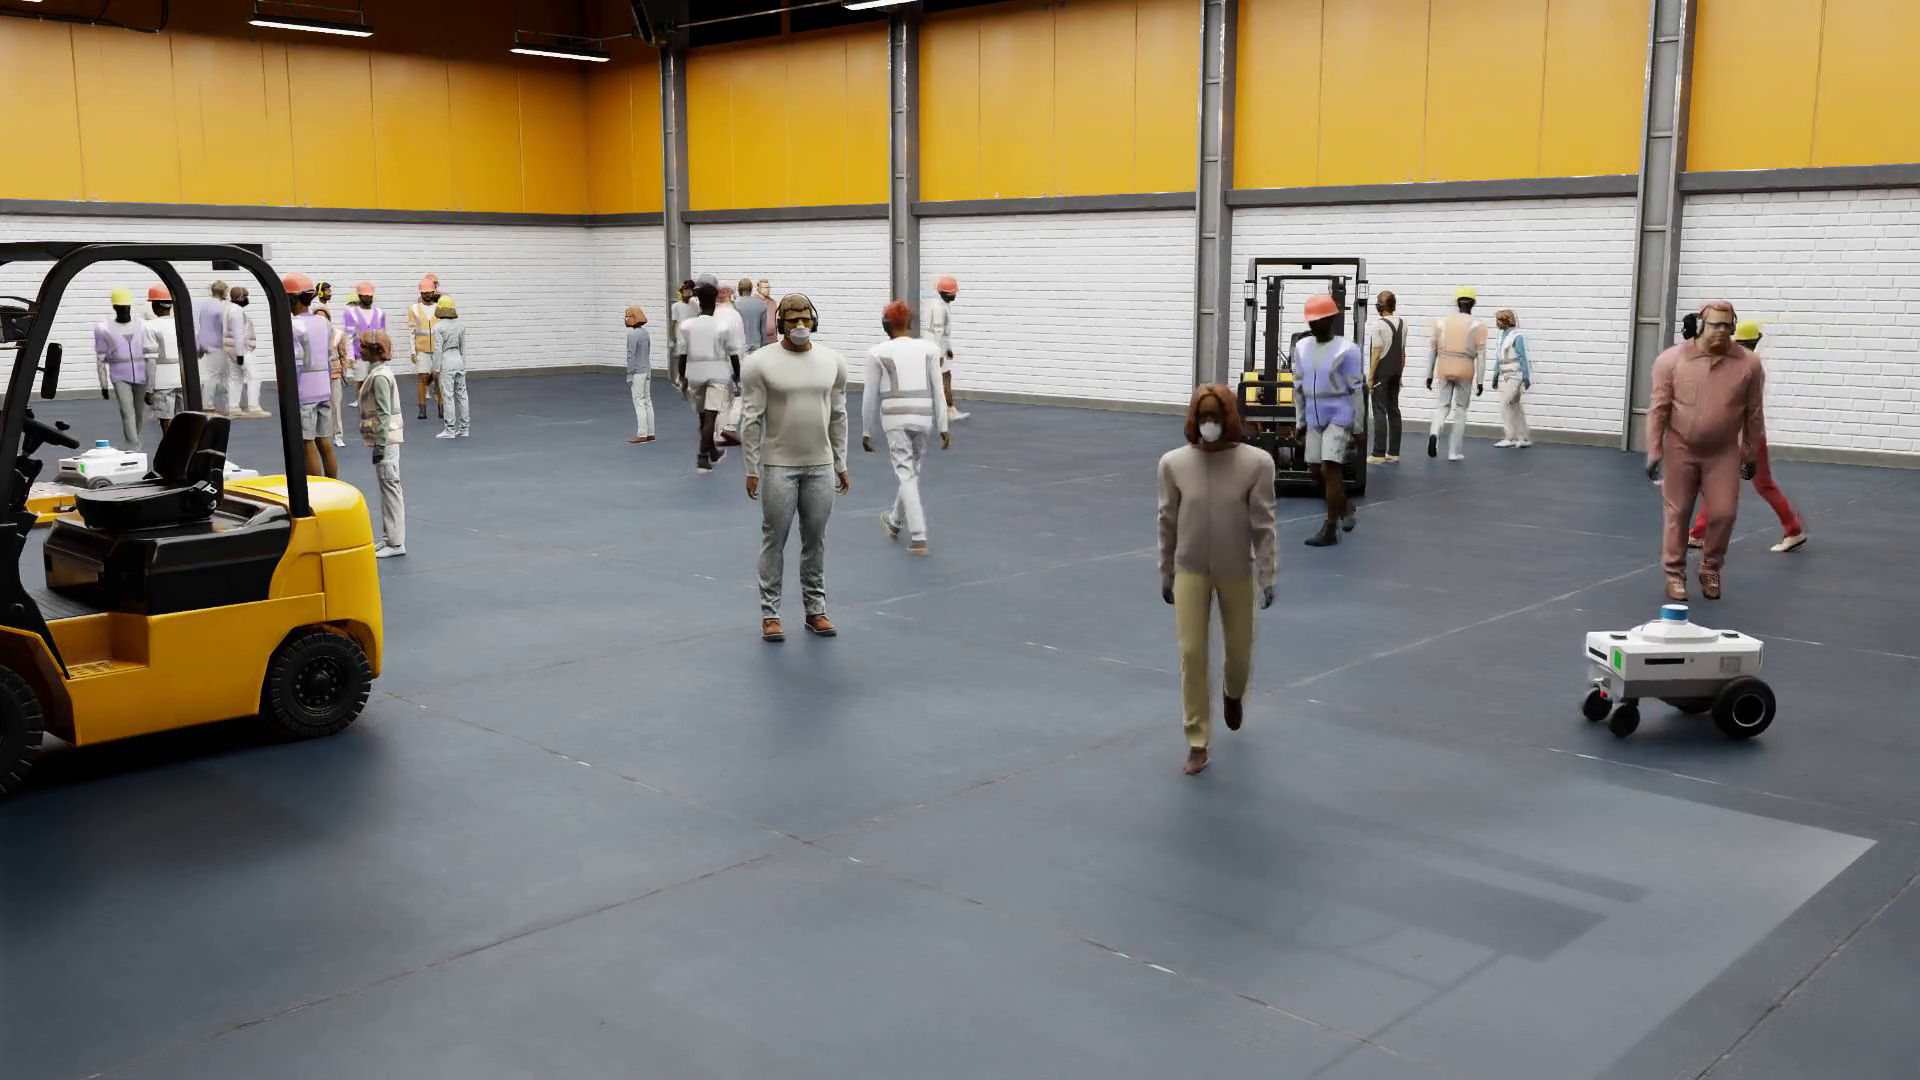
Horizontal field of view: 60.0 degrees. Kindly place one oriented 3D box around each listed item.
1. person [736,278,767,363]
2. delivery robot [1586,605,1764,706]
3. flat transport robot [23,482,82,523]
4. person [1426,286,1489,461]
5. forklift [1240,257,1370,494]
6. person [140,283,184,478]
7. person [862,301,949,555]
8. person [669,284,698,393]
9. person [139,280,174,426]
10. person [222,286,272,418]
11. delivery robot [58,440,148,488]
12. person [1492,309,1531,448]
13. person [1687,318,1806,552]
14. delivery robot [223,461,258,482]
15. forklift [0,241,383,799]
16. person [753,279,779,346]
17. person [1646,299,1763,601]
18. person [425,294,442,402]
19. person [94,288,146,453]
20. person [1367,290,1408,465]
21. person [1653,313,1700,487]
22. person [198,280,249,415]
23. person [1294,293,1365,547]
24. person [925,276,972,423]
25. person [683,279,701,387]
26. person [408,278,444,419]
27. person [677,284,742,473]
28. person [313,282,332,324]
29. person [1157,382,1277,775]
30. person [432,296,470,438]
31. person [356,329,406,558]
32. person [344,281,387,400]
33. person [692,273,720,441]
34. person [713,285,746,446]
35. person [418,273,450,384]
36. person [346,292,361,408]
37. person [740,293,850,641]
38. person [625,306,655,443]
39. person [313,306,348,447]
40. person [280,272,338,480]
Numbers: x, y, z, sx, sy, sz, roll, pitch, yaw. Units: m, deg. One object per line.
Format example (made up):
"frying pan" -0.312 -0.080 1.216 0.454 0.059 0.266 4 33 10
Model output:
"person" -3.099 -2.823 24.146 0.651 1.937 0.372 -7 12 -38
"delivery robot" 3.208 0.535 7.490 0.707 0.478 0.477 -1 9 -4
"flat transport robot" -7.738 -0.322 13.901 1.431 0.197 0.652 8 12 41
"person" 5.301 -1.769 17.823 0.643 1.889 0.659 6 11 33
"forklift" 3.309 -1.629 16.029 1.214 2.155 2.313 2 9 11
"person" -7.650 -1.508 16.074 0.379 1.938 0.547 5 11 29
"person" -0.444 -0.841 12.315 0.600 1.825 1.002 -4 10 -25
"person" -4.683 -3.400 28.029 0.669 1.834 0.540 9 13 42
"person" -10.527 -2.479 21.977 0.686 1.952 0.533 -4 10 -23
"person" -9.880 -2.592 23.066 0.677 1.820 0.649 -6 11 -31
"delivery robot" -7.560 -0.640 14.696 0.477 0.478 0.707 4 10 24
"person" 6.349 -1.848 19.146 0.553 1.606 0.534 0 9 -1
"person" 5.771 -0.760 12.166 0.936 1.718 0.535 1 9 5
"delivery robot" -6.126 -0.482 13.722 0.707 0.478 0.477 5 11 30
"forklift" -3.706 -0.171 7.093 1.214 2.155 2.313 9 13 43
"person" -3.185 -3.287 27.077 0.403 1.906 0.652 8 12 39
"person" 4.611 -0.543 10.328 0.687 1.887 0.426 2 10 14
"person" -8.111 -2.966 25.770 0.382 1.683 0.528 2 10 13
"person" -8.776 -1.718 17.576 0.591 1.878 1.025 -8 12 -41
"person" 4.508 -1.717 17.642 0.519 1.842 0.330 -6 11 -34
"person" 6.823 -1.267 15.420 0.527 1.671 0.791 -6 11 -31
"person" -10.436 -2.716 23.584 0.645 1.899 0.890 8 13 42
"person" 2.809 -0.911 12.525 0.712 1.901 0.555 -8 12 -40
"person" -0.247 -2.573 22.499 0.885 1.966 0.668 1 9 5
"person" -4.593 -3.574 28.893 0.441 1.890 0.626 1 9 6
"person" -7.325 -2.637 22.998 0.546 1.938 0.360 -4 10 -22
"person" -2.566 -1.663 17.125 0.614 1.909 1.028 2 9 12
"person" -9.678 -2.982 25.349 0.310 1.860 0.533 -2 9 -11
"person" 1.079 0.131 6.995 0.505 1.614 0.623 2 10 14
"person" -6.281 -2.123 20.436 0.296 1.745 0.485 5 11 30
"person" -4.164 -0.692 11.977 0.311 1.642 0.513 -3 10 -20
"person" -7.636 -2.379 21.513 0.555 1.907 0.816 -6 11 -34
"person" -3.023 -2.228 20.172 0.536 2.000 0.698 0 9 -3
"person" -2.692 -2.029 19.427 0.439 1.879 0.669 -7 12 -38
"person" -9.434 -3.795 29.928 0.630 1.991 0.400 -7 11 -35
"person" -8.808 -2.801 24.655 0.804 1.719 0.545 -6 11 -32
"person" -0.914 -0.408 9.323 0.635 1.937 0.353 -4 10 -25
"person" -3.835 -1.966 19.842 0.282 1.626 0.502 2 9 12
"person" -7.360 -1.882 19.278 0.516 1.640 0.314 -5 10 -26
"person" -5.412 -1.182 13.750 0.382 2.045 0.605 2 9 11
